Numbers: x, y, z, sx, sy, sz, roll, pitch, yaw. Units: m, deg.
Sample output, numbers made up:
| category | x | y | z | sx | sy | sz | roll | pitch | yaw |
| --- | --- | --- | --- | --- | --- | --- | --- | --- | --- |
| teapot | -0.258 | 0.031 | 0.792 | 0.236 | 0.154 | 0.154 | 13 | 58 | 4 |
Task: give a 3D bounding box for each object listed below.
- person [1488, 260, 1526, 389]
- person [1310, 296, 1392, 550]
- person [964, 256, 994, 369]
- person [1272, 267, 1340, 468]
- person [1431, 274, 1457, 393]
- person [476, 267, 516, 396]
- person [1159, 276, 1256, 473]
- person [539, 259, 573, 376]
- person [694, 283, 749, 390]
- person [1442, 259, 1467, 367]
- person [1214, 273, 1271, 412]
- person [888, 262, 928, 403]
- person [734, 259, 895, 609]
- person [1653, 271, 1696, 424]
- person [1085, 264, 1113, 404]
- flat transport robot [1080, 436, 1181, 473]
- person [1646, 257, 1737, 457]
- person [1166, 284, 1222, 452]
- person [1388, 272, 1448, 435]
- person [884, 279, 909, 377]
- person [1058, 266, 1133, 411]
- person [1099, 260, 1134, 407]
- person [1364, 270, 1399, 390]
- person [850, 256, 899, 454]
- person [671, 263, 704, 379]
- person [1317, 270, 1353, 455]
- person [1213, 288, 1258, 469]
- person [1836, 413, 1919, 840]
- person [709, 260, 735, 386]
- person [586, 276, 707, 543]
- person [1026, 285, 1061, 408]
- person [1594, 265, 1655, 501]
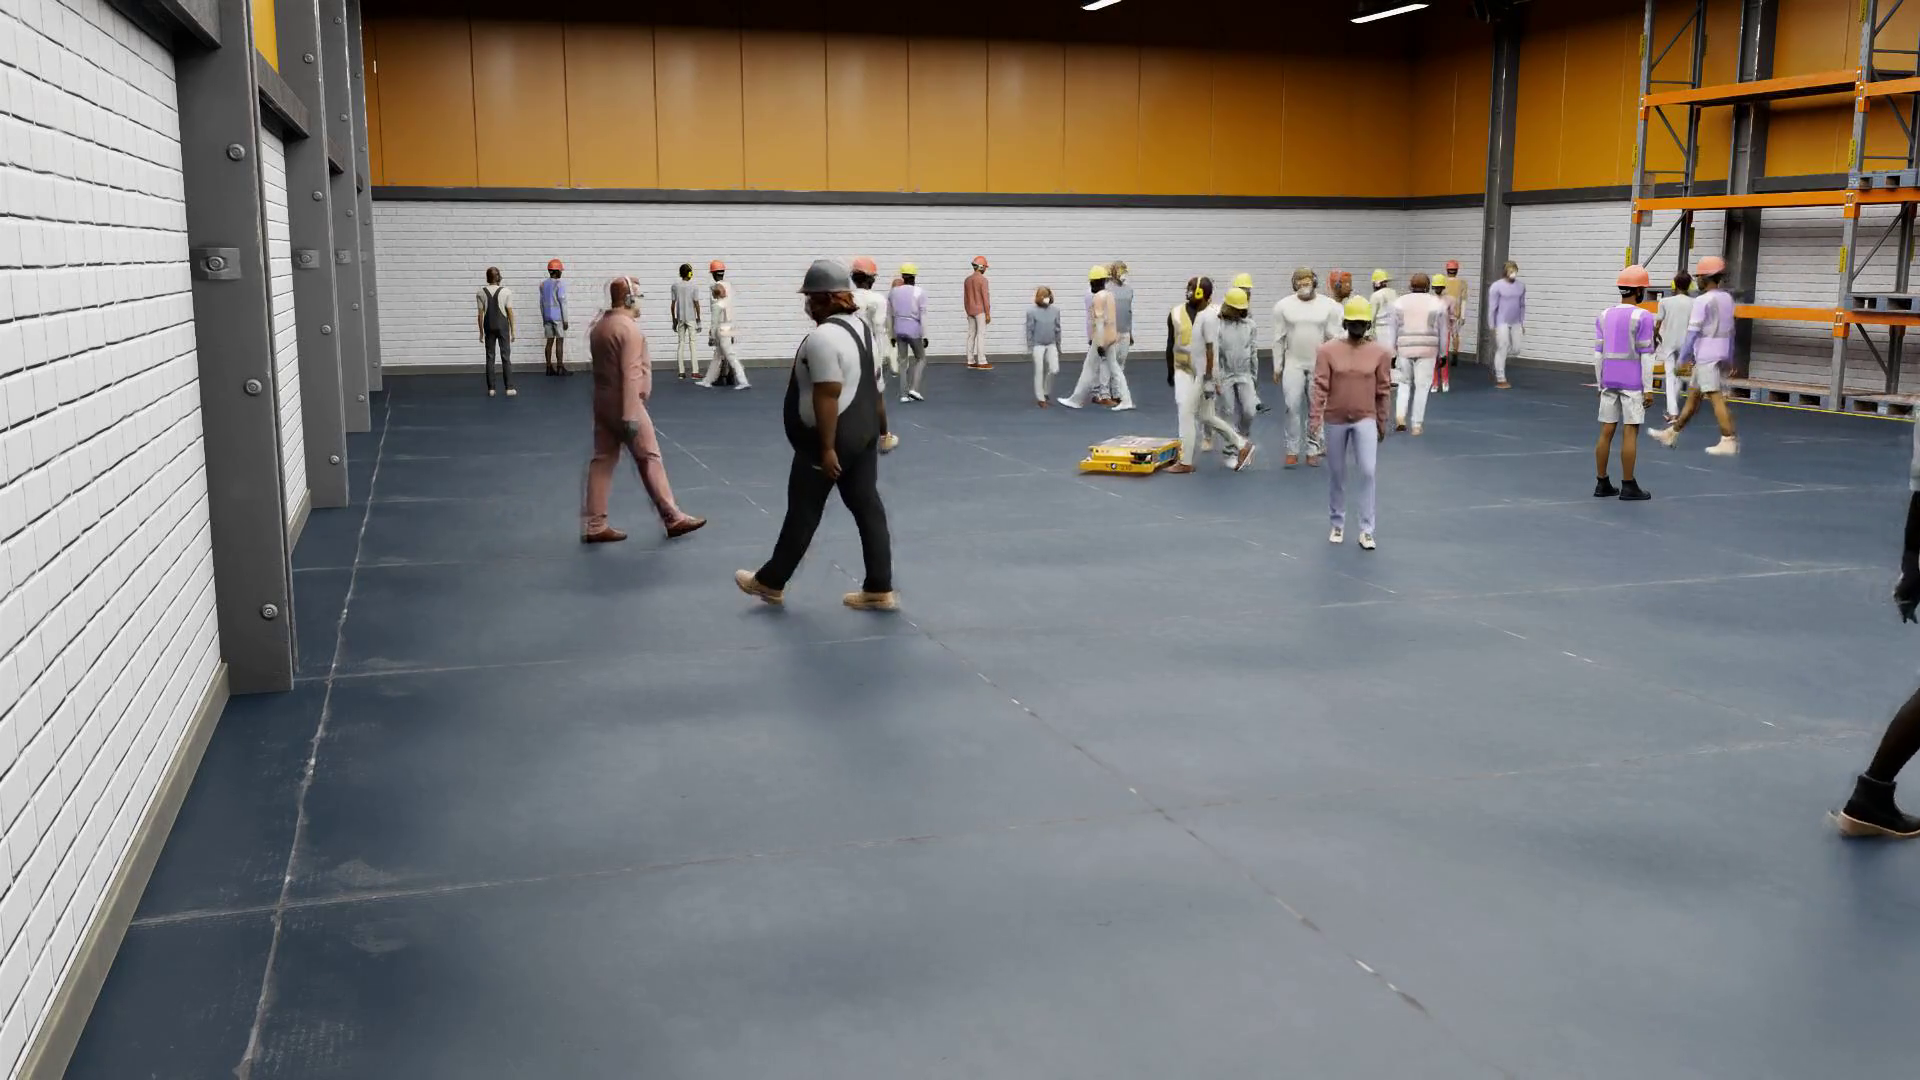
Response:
| category | x | y | z | sx | sy | sz | roll | pitch | yaw |
| --- | --- | --- | --- | --- | --- | --- | --- | --- | --- |
| person | 8.245 | -3.253 | 25.138 | 0.641 | 1.928 | 0.510 | -4 | 10 | -20 |
| person | 2.695 | -0.799 | 11.498 | 0.546 | 1.740 | 0.762 | 2 | 10 | 12 |
| person | 0.331 | -3.992 | 29.253 | 0.393 | 1.985 | 0.610 | -8 | 13 | -40 |
| person | 3.263 | -1.619 | 15.741 | 0.625 | 1.909 | 0.726 | 2 | 10 | 9 |
| person | 6.993 | -3.018 | 24.355 | 0.532 | 1.741 | 0.453 | 4 | 11 | 23 |
| person | -6.639 | -2.982 | 23.828 | 0.507 | 1.840 | 0.344 | -1 | 10 | -5 |
| person | 2.316 | -1.516 | 15.393 | 0.839 | 1.836 | 0.536 | 1 | 10 | 4 |
| person | -6.707 | -3.687 | 27.626 | 0.551 | 1.935 | 0.375 | 6 | 12 | 32 |
| person | -3.553 | -3.028 | 24.818 | 0.900 | 1.585 | 0.524 | 2 | 10 | 11 |
| person | 8.678 | -4.008 | 29.533 | 0.558 | 1.921 | 0.470 | 1 | 10 | 7 |
| person | 3.520 | -2.507 | 21.278 | 0.865 | 1.787 | 0.623 | 9 | 13 | 41 |
| person | -0.681 | -2.833 | 22.735 | 0.611 | 1.912 | 0.500 | 4 | 11 | 23 |
| person | -0.812 | -0.613 | 9.532 | 0.992 | 2.000 | 0.706 | 4 | 11 | 24 |
| person | 8.633 | -2.322 | 20.075 | 0.512 | 1.823 | 0.980 | 1 | 10 | 8 |
| person | 1.999 | -2.800 | 22.628 | 0.654 | 1.895 | 0.402 | -8 | 13 | -39 |
| flat transport robot | 1.679 | -0.834 | 15.932 | 0.652 | 0.197 | 1.431 | 4 | 11 | 22 |
| person | 7.506 | -1.865 | 16.914 | 0.637 | 1.987 | 1.028 | -8 | 13 | -40 |
| person | 2.390 | -1.732 | 16.708 | 0.633 | 1.810 | 0.913 | 2 | 10 | 13 |
| person | 5.153 | -2.094 | 18.731 | 0.629 | 1.823 | 0.455 | 4 | 11 | 24 |
| person | -1.033 | -3.513 | 27.568 | 0.510 | 1.599 | 0.769 | 1 | 10 | 4 |
| person | 1.810 | -2.601 | 21.549 | 1.030 | 1.865 | 0.601 | 5 | 11 | 27 |
| person | 2.093 | -2.753 | 22.218 | 0.629 | 1.940 | 0.373 | -9 | 13 | -42 |
| person | 6.323 | -3.172 | 25.098 | 0.607 | 1.772 | 0.951 | -9 | 13 | -43 |
| person | -0.960 | -1.831 | 16.684 | 0.622 | 1.996 | 0.979 | 4 | 11 | 22 |
| person | -4.451 | -3.557 | 27.071 | 0.521 | 1.873 | 0.336 | 3 | 10 | 16 |
| person | 3.757 | -1.764 | 16.700 | 0.442 | 1.863 | 0.605 | 5 | 11 | 27 |
| person | 2.589 | -1.516 | 15.699 | 0.518 | 1.703 | 0.439 | -2 | 10 | -12 |
| person | 3.559 | 0.109 | 5.738 | 1.027 | 1.911 | 0.625 | -1 | 10 | -4 |
| person | -3.689 | -3.325 | 25.546 | 0.373 | 1.930 | 0.552 | 5 | 11 | 25 |
| person | -2.273 | -0.922 | 11.812 | 0.947 | 1.862 | 0.679 | -7 | 12 | -36 |
| person | 1.116 | -2.537 | 21.880 | 0.523 | 1.617 | 0.350 | -4 | 11 | -22 |
| person | 5.520 | -1.297 | 13.790 | 0.360 | 1.939 | 0.543 | -6 | 11 | -30 |
